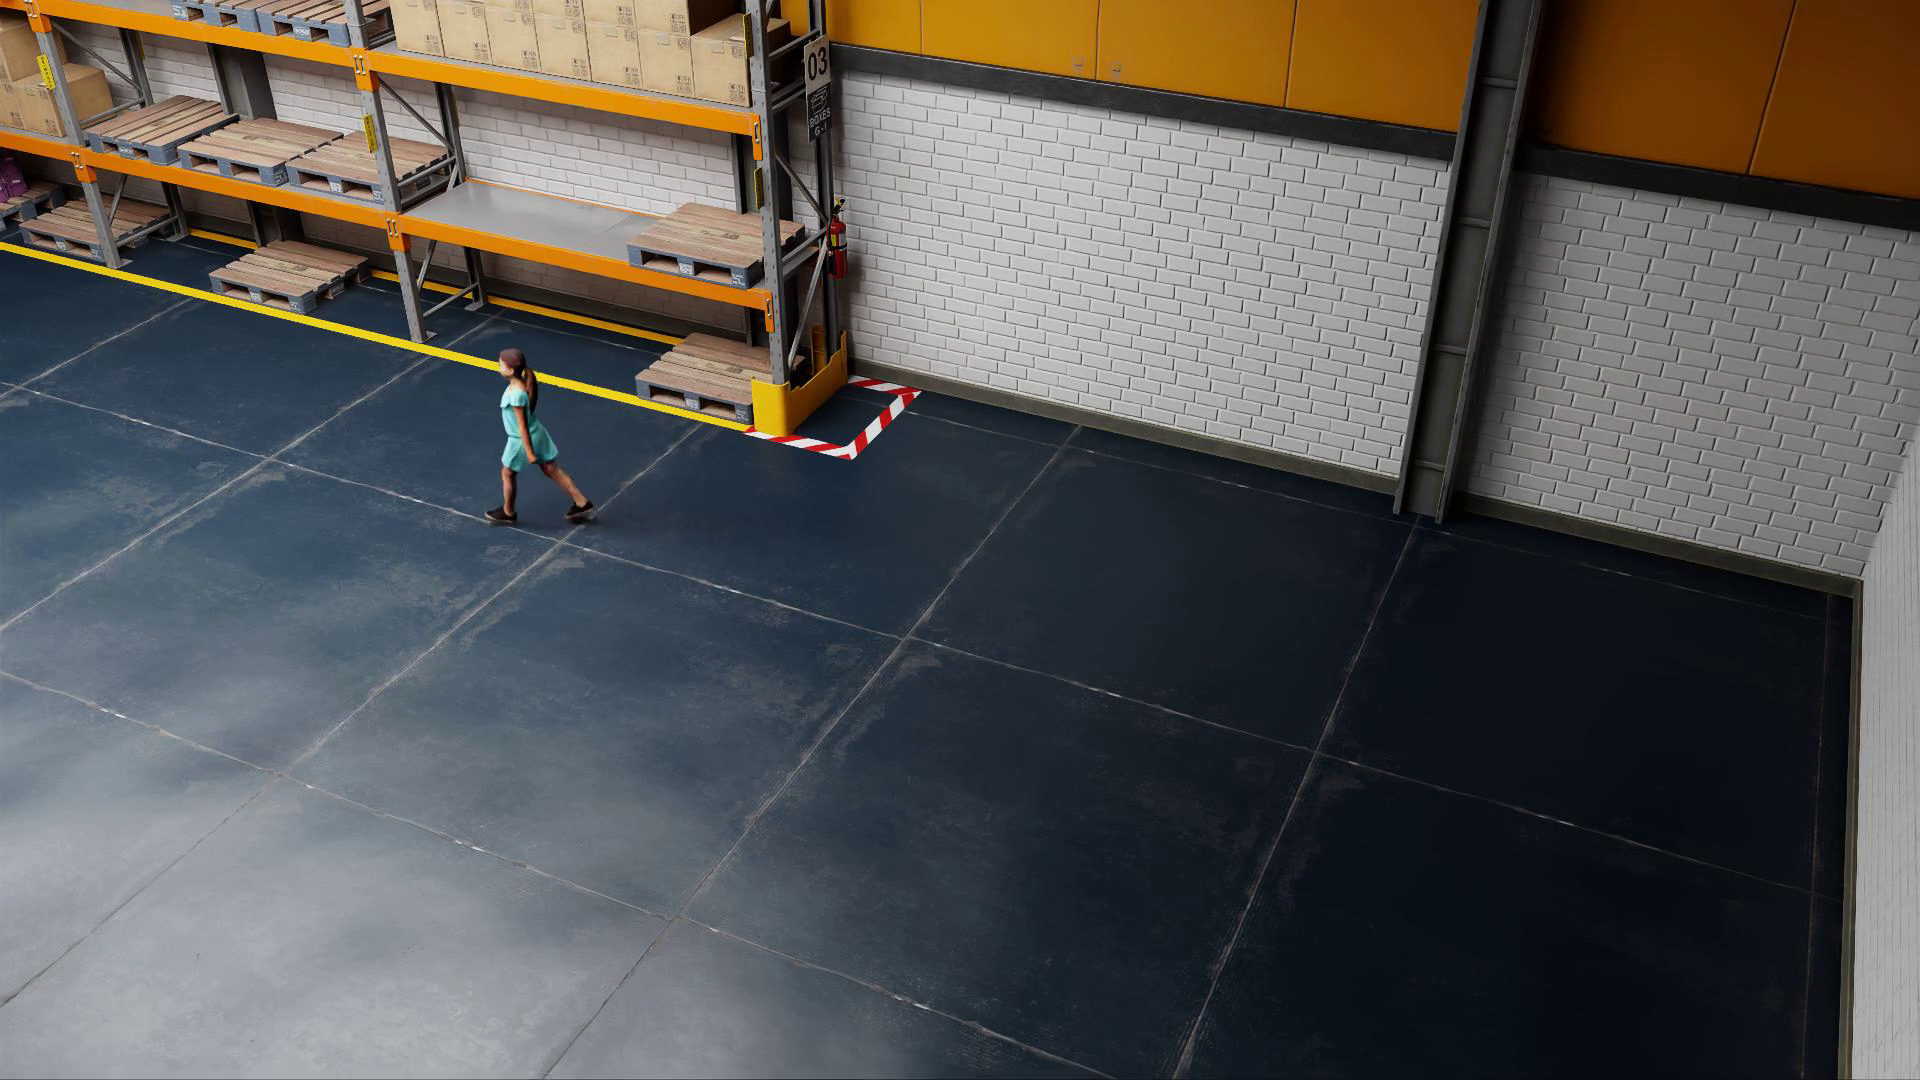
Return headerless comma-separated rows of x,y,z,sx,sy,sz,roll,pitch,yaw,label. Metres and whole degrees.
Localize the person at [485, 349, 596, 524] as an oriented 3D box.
-3.246,-0.771,12.787,1.146,1.524,0.787,3,34,5,person
